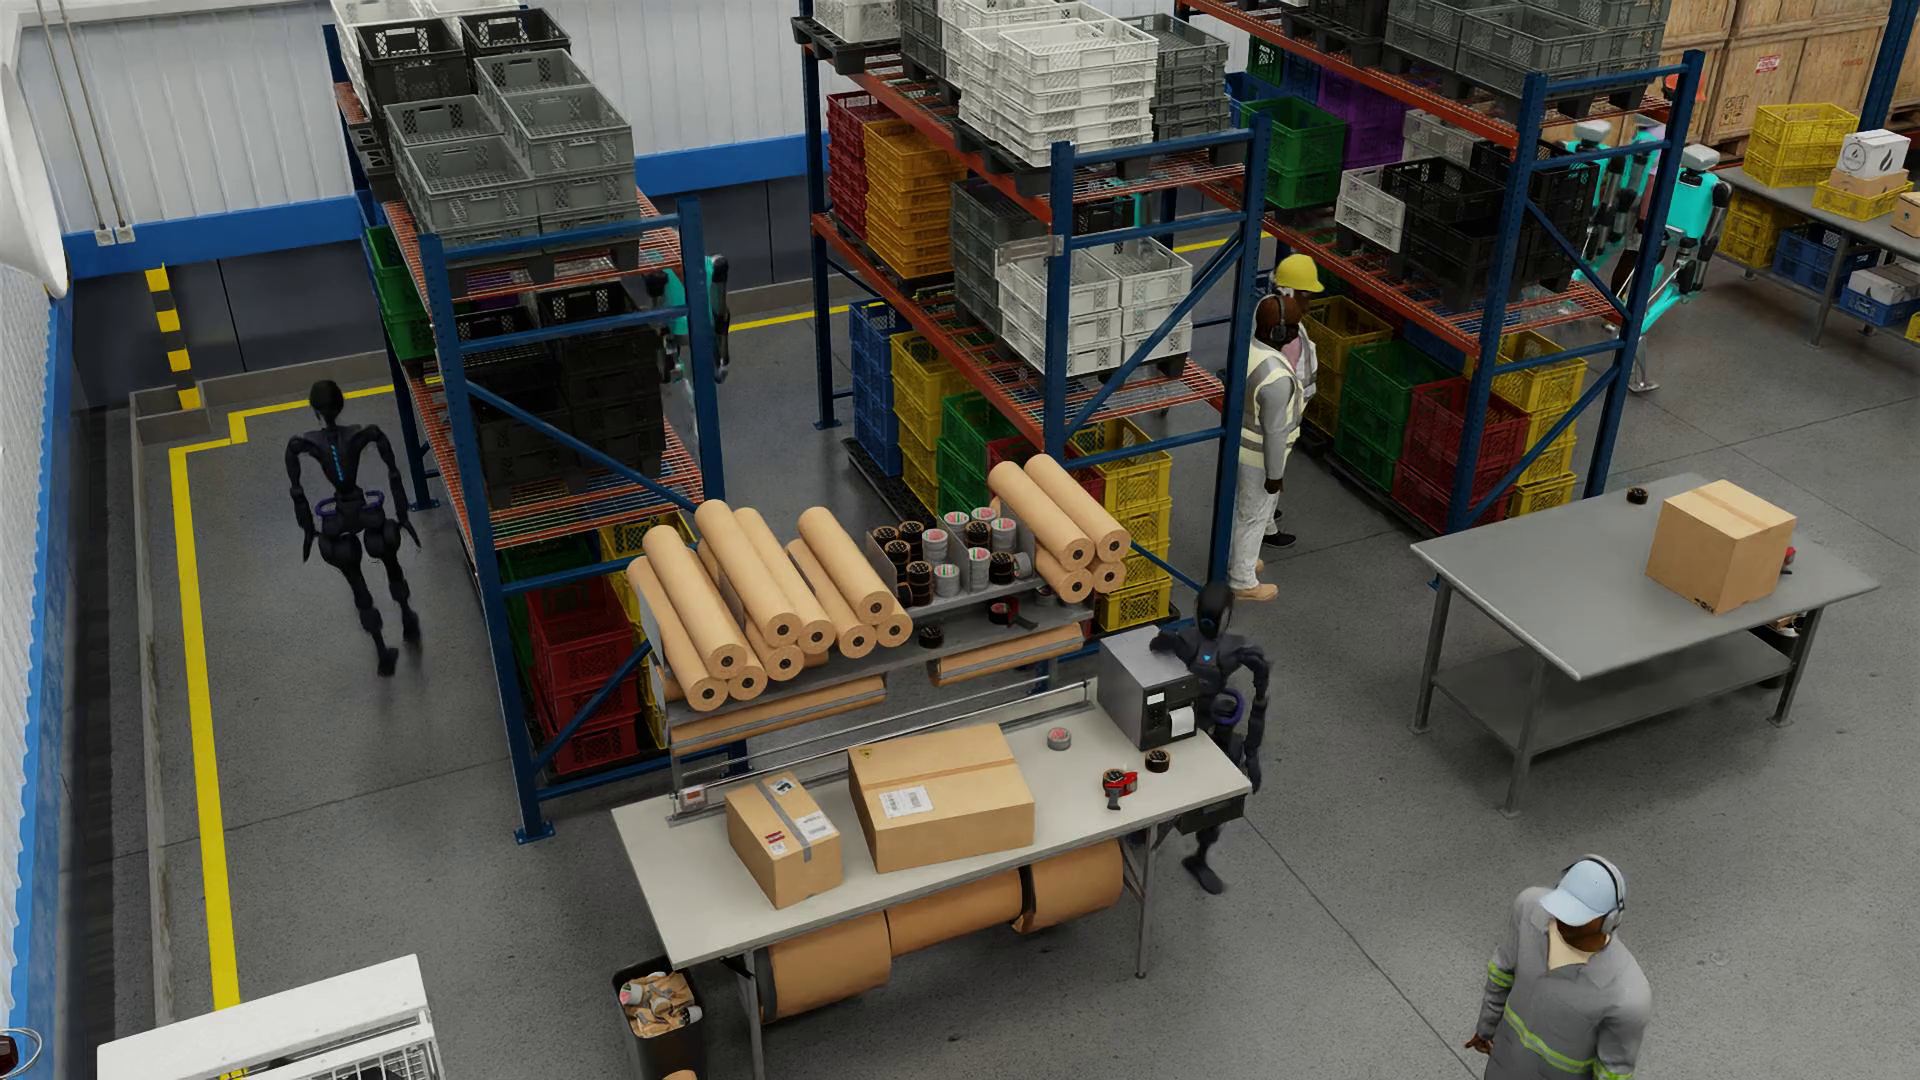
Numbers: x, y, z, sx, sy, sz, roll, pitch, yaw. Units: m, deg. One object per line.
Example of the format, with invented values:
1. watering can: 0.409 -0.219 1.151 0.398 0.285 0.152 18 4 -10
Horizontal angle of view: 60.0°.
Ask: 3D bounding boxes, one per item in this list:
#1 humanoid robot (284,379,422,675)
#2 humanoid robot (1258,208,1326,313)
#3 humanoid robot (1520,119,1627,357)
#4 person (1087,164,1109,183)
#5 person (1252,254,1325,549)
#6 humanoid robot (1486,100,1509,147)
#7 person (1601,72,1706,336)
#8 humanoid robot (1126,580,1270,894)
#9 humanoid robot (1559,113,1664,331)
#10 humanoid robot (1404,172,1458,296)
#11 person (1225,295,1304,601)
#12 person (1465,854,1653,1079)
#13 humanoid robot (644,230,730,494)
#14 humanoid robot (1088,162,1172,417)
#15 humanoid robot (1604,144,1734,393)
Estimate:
1. humanoid robot: -3.187 -0.091 8.786 0.605 1.646 0.569 -10 33 -16
2. humanoid robot: 2.551 -2.470 12.649 0.530 1.646 0.612 4 32 6
3. humanoid robot: 4.324 -2.091 11.936 0.530 1.762 0.706 18 36 26
4. person: 0.984 -2.909 13.156 0.354 1.883 0.572 -27 40 -36
5. person: 1.885 -0.822 9.817 0.404 1.825 0.598 -2 32 -4
6. humanoid robot: 4.078 -2.579 12.856 0.601 1.623 0.774 -13 34 -21
7. person: 5.163 -2.525 12.390 0.386 2.035 0.604 16 35 25
8. humanoid robot: 1.050 0.823 7.297 0.595 1.646 0.463 8 33 13
9. humanoid robot: 4.779 -2.355 12.476 0.711 1.870 0.544 14 34 22
10. humanoid robot: 3.445 -1.914 11.786 0.611 1.638 0.774 -15 35 -23
11. person: 1.679 -0.513 9.317 0.431 1.836 0.617 -7 32 -11
12. person: 1.941 1.775 5.579 0.371 1.852 0.588 -15 34 -22
13. humanoid robot: -1.815 -1.210 10.582 0.531 1.775 1.020 -19 36 -27
14. humanoid robot: 1.282 -1.707 11.362 0.558 1.769 0.939 -18 36 -27
15. humanoid robot: 4.782 -1.834 11.459 0.742 1.696 0.530 -20 37 -29
